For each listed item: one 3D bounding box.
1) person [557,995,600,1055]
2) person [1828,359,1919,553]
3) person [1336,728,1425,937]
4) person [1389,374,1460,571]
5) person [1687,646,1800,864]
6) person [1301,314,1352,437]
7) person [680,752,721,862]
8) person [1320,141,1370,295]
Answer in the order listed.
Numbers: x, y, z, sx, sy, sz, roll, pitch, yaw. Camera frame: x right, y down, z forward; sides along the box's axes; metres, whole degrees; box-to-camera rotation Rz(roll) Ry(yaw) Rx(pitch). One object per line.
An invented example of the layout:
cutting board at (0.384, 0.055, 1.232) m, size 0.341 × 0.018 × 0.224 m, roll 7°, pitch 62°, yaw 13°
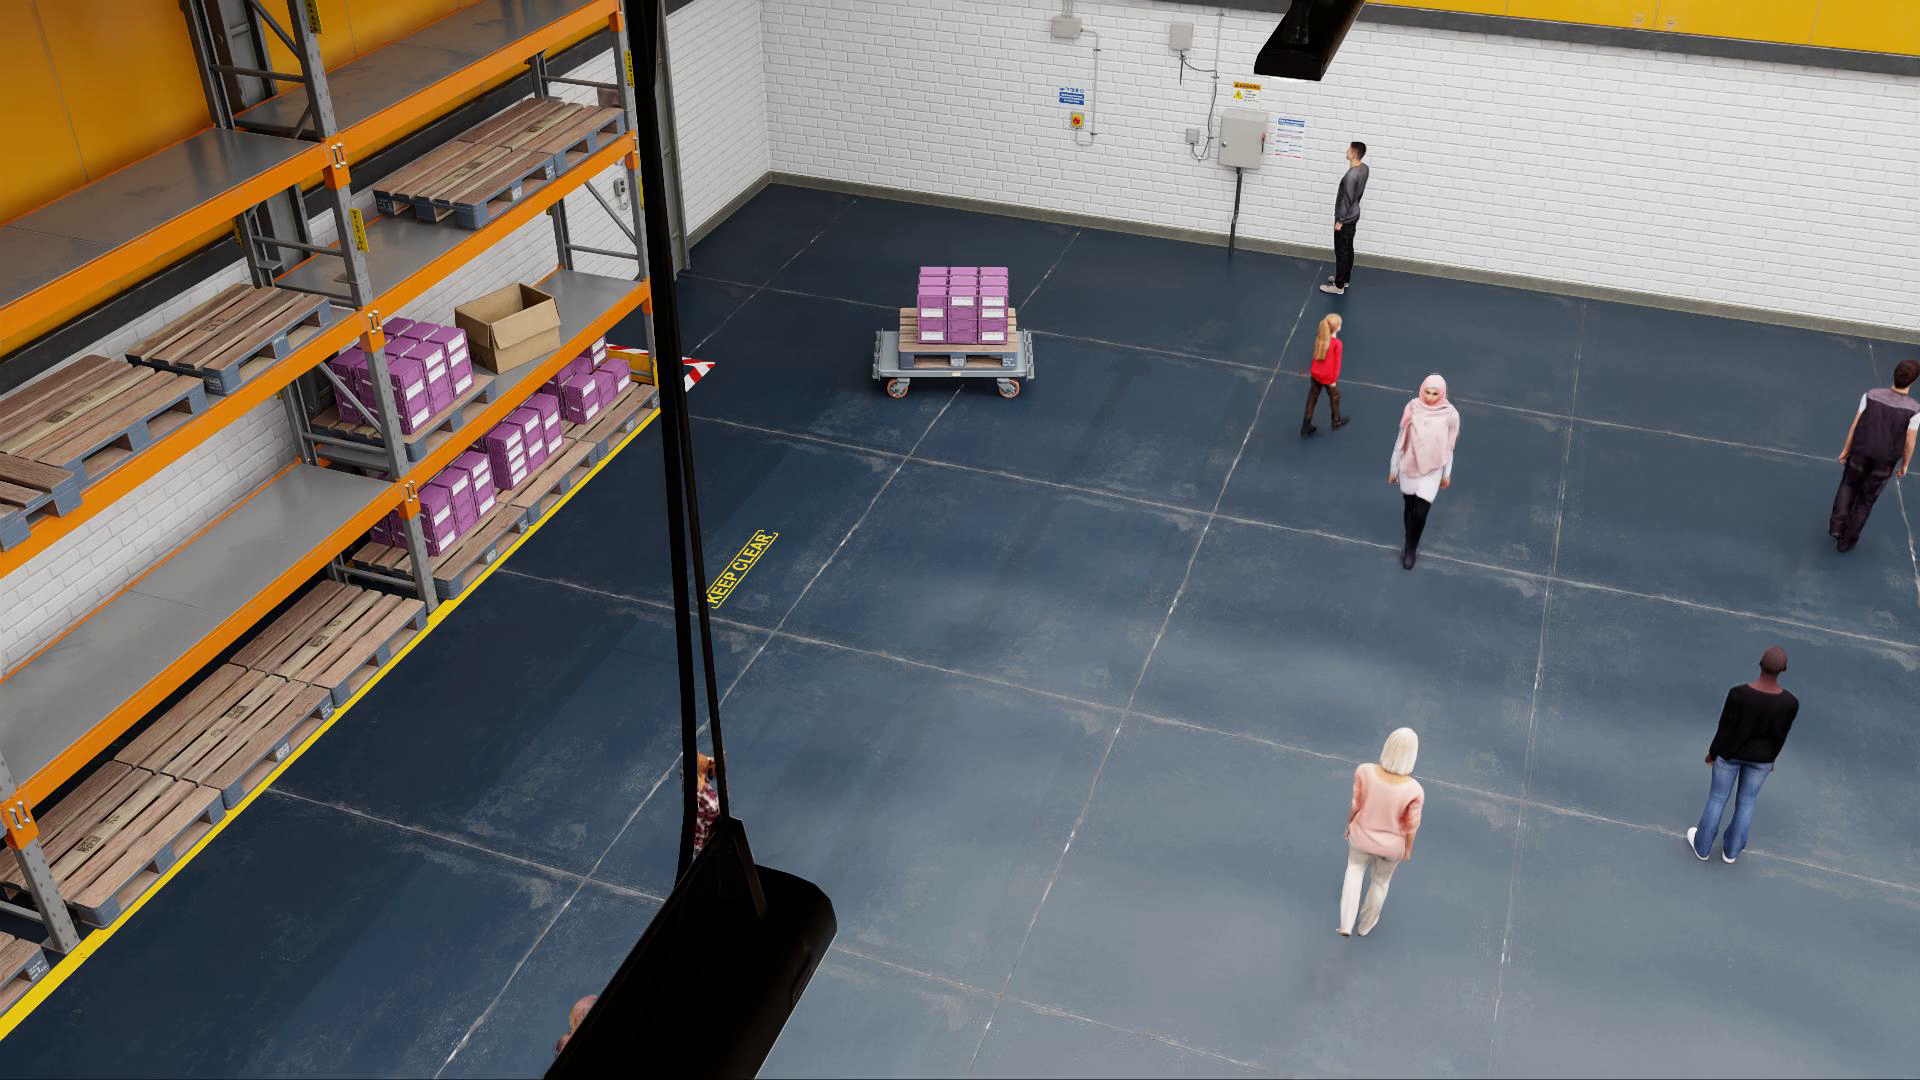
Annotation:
person at (-1.886, 3.073, 8.712) m, size 0.712 × 1.692 × 0.883 m, roll 18°, pitch 38°, yaw 25°
person at (7.785, -0.678, 14.226) m, size 0.770 × 1.835 × 0.763 m, roll 27°, pitch 42°, yaw 34°
person at (2.601, 1.910, 10.443) m, size 0.661 × 1.713 × 0.780 m, roll 17°, pitch 37°, yaw 24°
person at (3.951, -0.632, 14.196) m, size 0.679 × 1.792 × 0.674 m, roll 16°, pitch 37°, yaw 22°
person at (5.248, 1.439, 11.118) m, size 0.610 × 1.749 × 0.554 m, roll 8°, pitch 34°, yaw 12°
person at (3.483, -1.572, 16.090) m, size 0.880 × 1.260 × 0.747 m, roll -24°, pitch 41°, yaw -32°
person at (-1.620, 1.880, 10.877) m, size 1.008 × 1.282 × 0.800 m, roll -28°, pitch 42°, yaw -35°
person at (4.375, -3.648, 18.760) m, size 0.722 × 1.761 × 0.553 m, roll 19°, pitch 38°, yaw 27°
